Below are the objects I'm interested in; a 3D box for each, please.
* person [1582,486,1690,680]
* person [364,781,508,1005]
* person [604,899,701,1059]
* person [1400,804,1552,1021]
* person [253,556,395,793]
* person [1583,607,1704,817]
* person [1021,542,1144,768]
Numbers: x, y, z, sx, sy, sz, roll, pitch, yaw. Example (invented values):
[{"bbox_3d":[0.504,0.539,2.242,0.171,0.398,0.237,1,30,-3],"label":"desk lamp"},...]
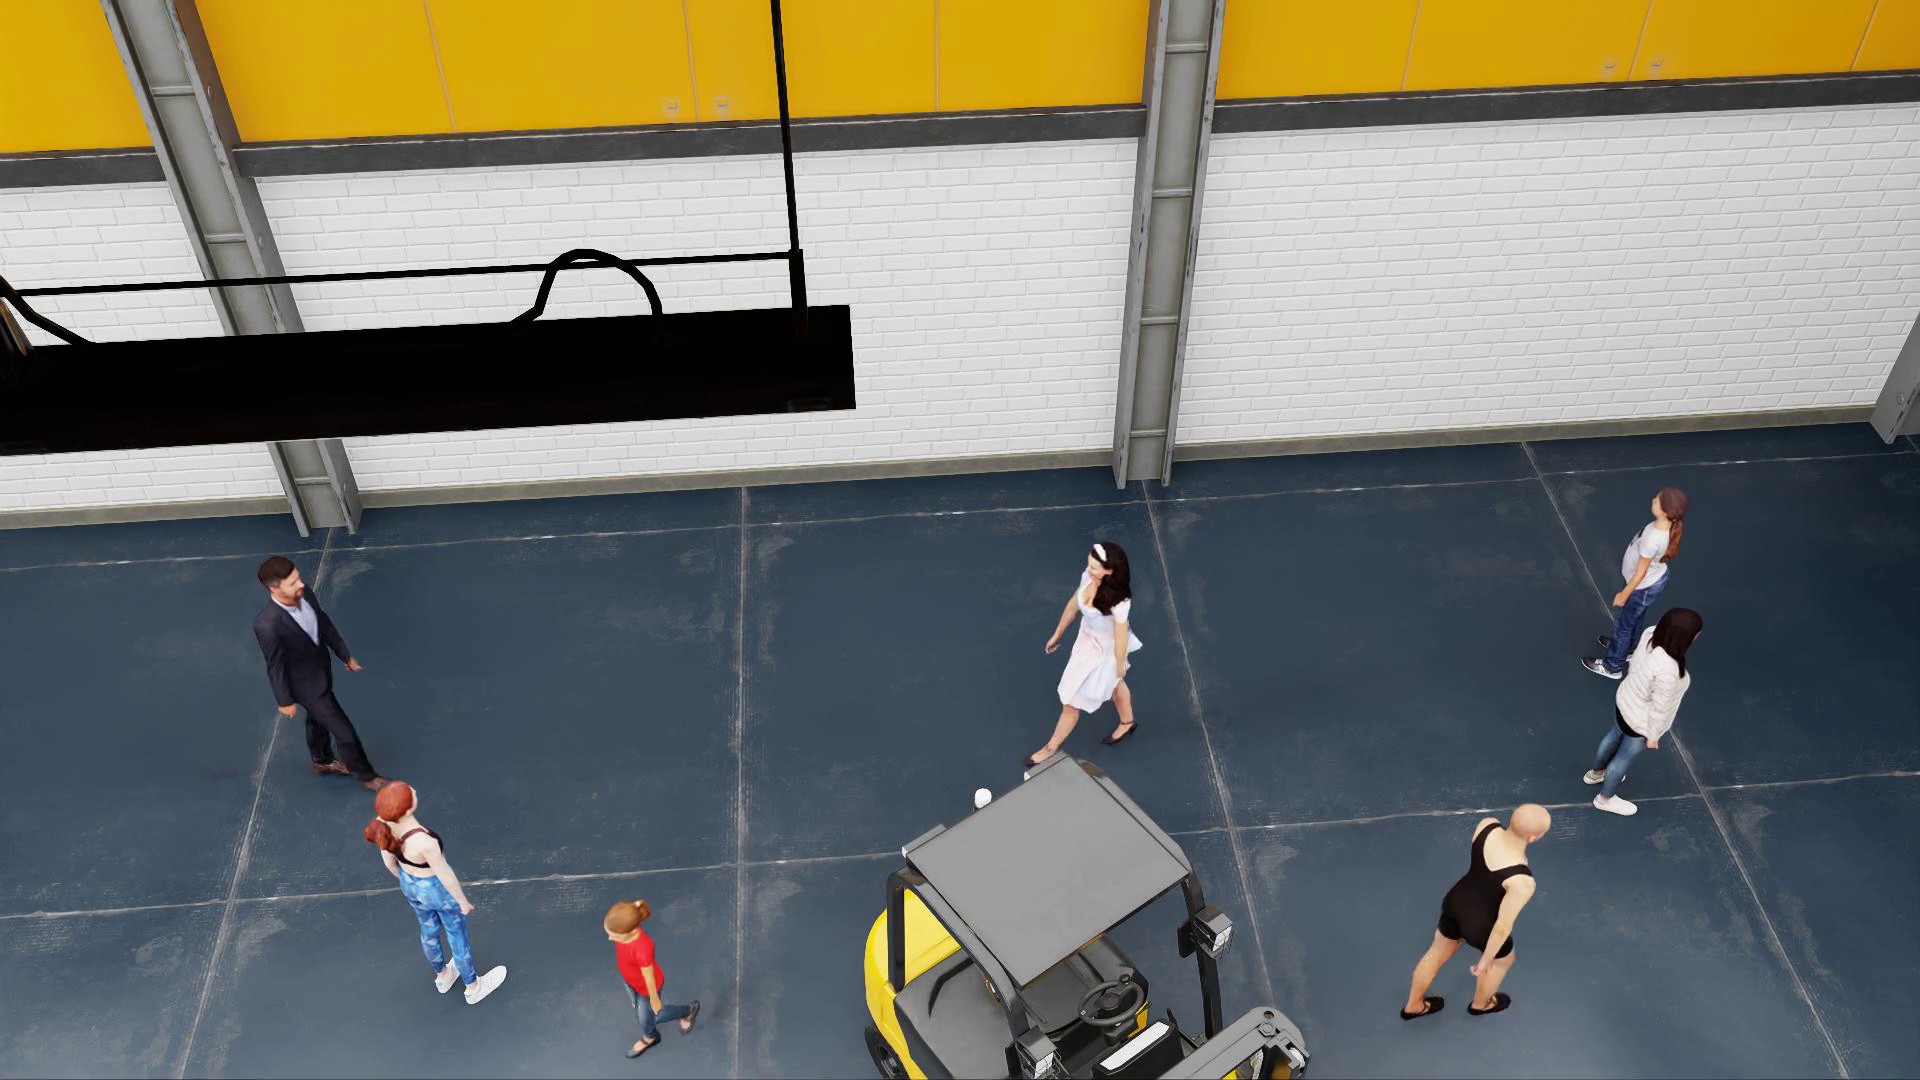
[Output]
[{"bbox_3d":[4.378,0.261,10.659,0.695,1.561,0.630,33,53,30],"label":"person"},{"bbox_3d":[-2.800,1.865,8.813,0.660,1.785,0.740,17,46,18],"label":"person"},{"bbox_3d":[-1.612,2.272,8.738,0.772,1.298,0.679,-27,50,-26],"label":"person"},{"bbox_3d":[2.594,1.996,8.678,0.927,1.782,0.789,-16,46,-16],"label":"person"},{"bbox_3d":[-3.940,0.803,9.885,0.938,1.843,0.776,6,44,7],"label":"person"},{"bbox_3d":[4.038,0.984,9.845,0.572,1.637,0.644,1,44,1],"label":"person"},{"bbox_3d":[0.934,0.660,10.081,1.112,1.780,0.811,-13,45,-13],"label":"person"}]
